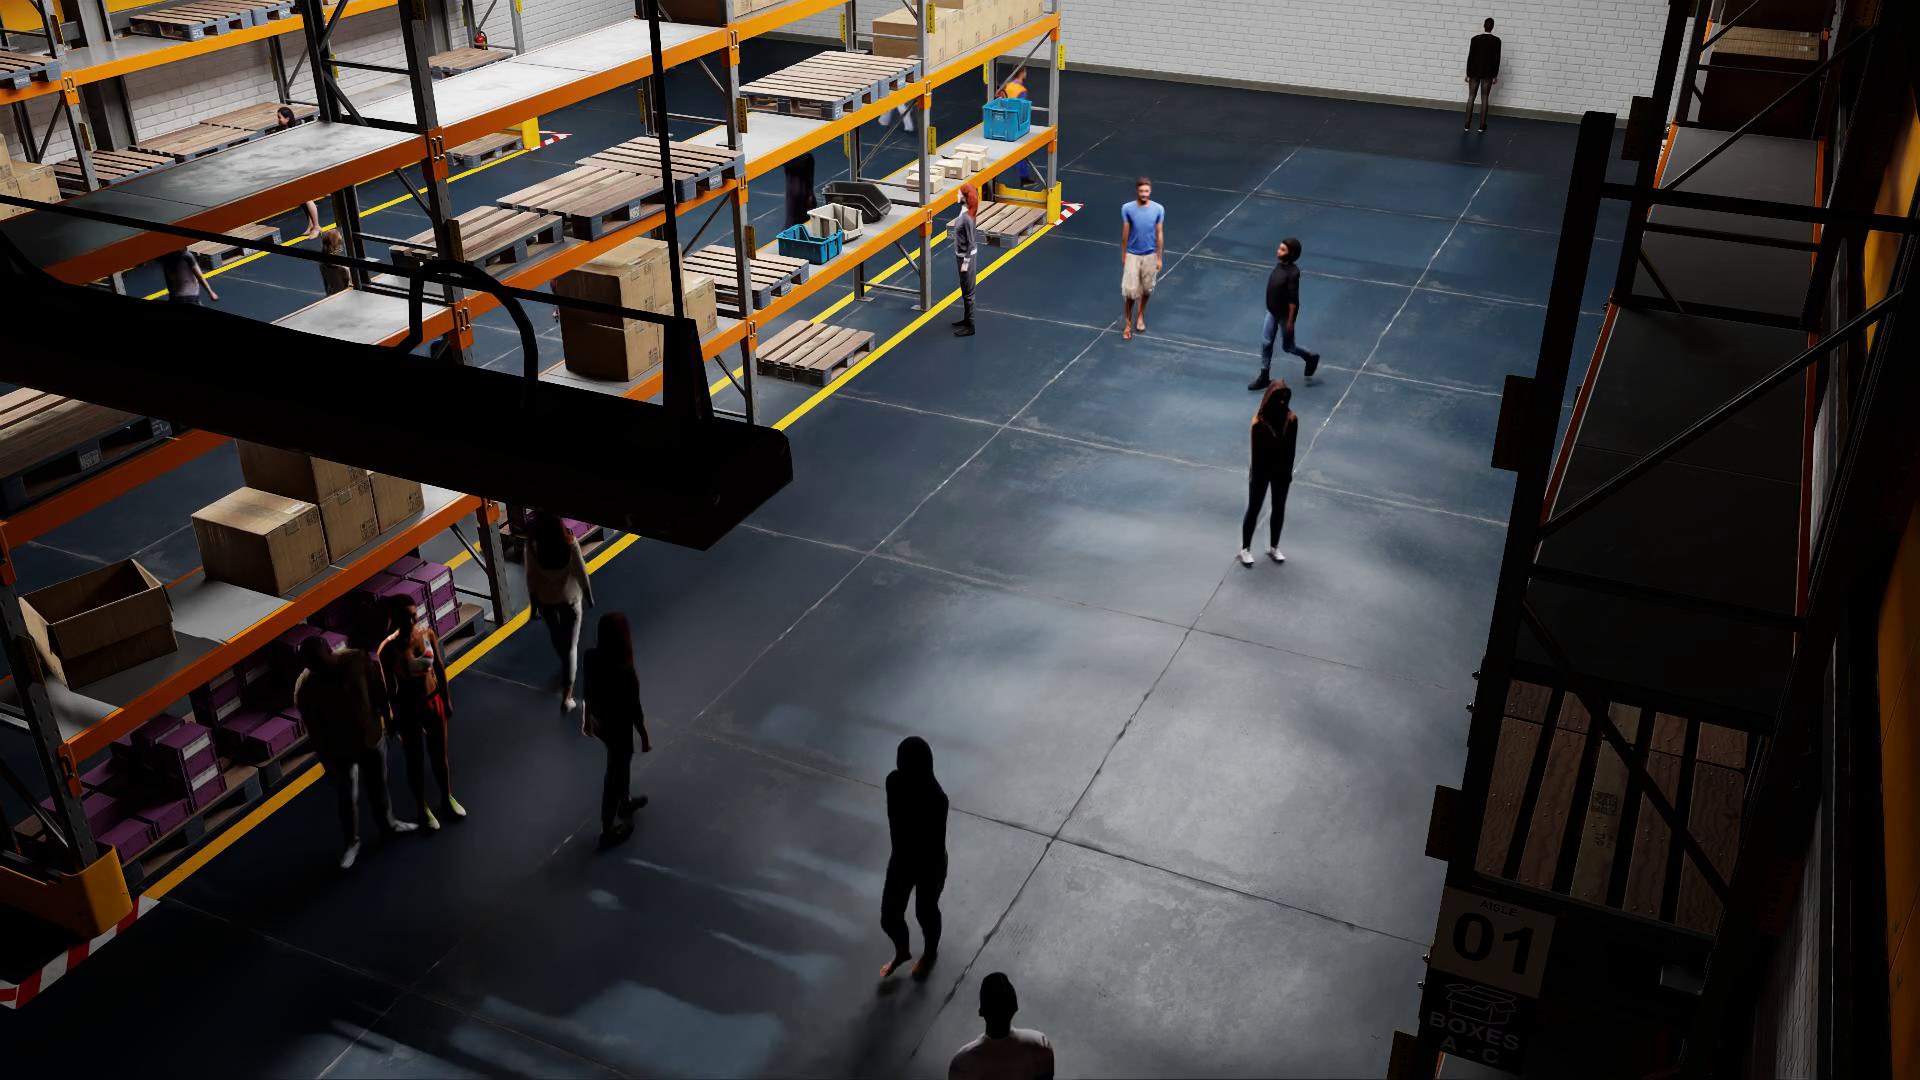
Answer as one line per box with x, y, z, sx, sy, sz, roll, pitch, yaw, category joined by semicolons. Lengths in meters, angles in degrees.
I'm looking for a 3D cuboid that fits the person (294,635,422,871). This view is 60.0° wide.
-3.914;1.284;10.850;0.925;1.789;0.629;13;31;22;person

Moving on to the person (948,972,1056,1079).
0.217;2.885;7.886;1.148;1.818;1.299;-6;29;-11;person

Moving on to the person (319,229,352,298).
-6.638;-2.460;17.791;0.622;1.714;0.640;12;31;20;person

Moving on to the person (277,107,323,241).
-8.838;-4.901;22.209;0.800;1.769;0.776;-18;34;-30;person

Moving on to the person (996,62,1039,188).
0.742;-5.941;24.048;1.265;1.835;1.158;-12;31;-21;person

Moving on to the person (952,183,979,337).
0.073;-3.242;19.158;0.716;1.780;0.613;-3;29;-6;person

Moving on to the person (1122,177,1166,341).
2.090;-3.316;19.229;0.849;1.841;0.996;-1;29;-1;person

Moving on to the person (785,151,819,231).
-2.138;-4.544;21.726;0.687;1.606;1.121;9;30;16;person

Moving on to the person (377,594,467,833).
-3.626;1.129;11.135;0.606;1.789;0.707;-22;36;-35;person

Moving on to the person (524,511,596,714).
-2.990;0.505;12.391;0.967;1.681;1.182;-2;29;-4;person

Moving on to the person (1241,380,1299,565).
2.684;-0.600;14.374;0.652;1.722;0.694;-7;29;-12;person

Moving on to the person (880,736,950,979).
-0.199;1.848;9.886;0.650;1.722;0.672;17;33;28;person

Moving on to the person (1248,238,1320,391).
3.505;-2.395;17.712;1.084;1.676;0.966;-13;31;-22;person

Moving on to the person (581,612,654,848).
-2.364;1.283;10.956;0.740;1.689;0.833;23;36;36;person

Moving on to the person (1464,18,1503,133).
8.502;-7.588;27.104;0.684;1.800;0.563;10;30;17;person
